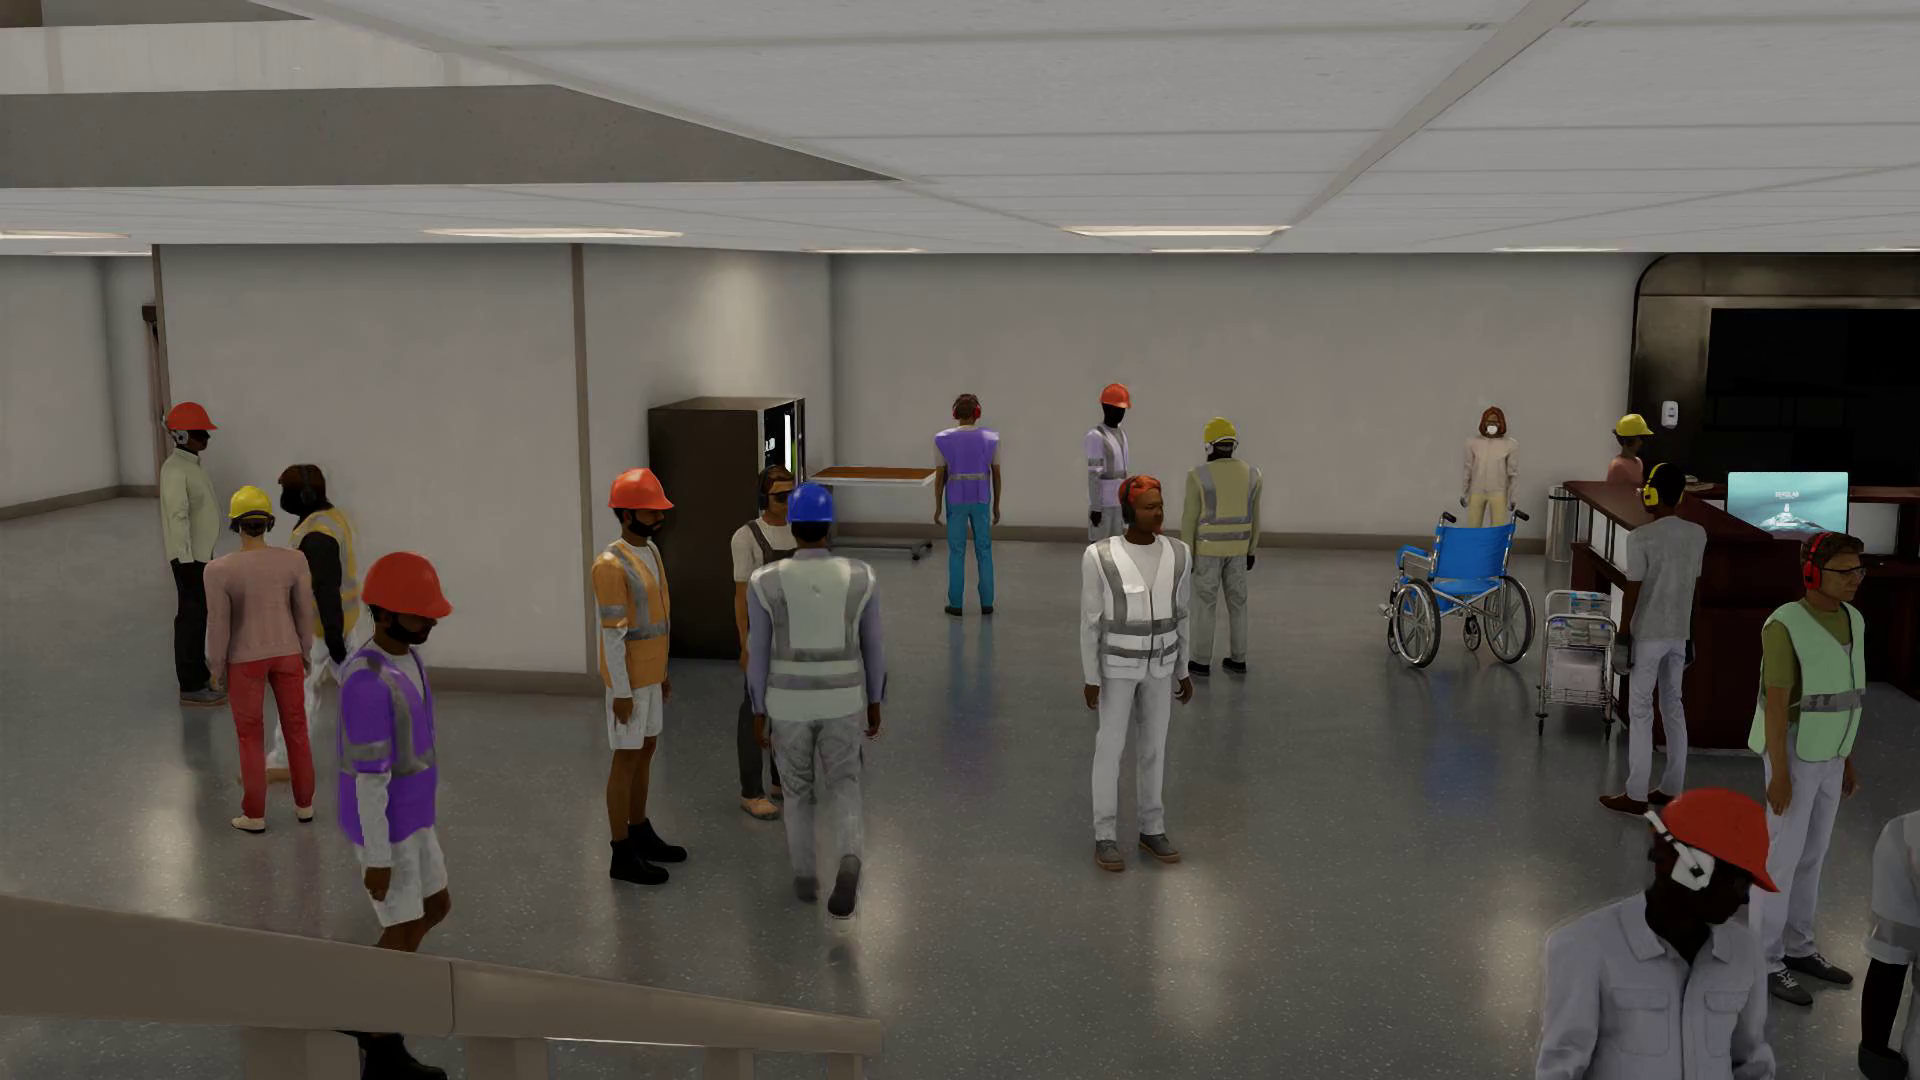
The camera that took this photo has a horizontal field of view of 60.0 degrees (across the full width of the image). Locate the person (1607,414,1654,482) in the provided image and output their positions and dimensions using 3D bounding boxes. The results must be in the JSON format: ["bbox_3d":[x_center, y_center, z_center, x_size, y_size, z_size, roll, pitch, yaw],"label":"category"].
[{"bbox_3d":[5.056,-0.074,12.641,0.300,1.771,0.532,8,12,39],"label":"person"}]

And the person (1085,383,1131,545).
[{"bbox_3d":[1.237,-0.321,13.652,0.376,1.934,0.547,6,11,32],"label":"person"}]

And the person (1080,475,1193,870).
[{"bbox_3d":[0.848,0.628,7.957,0.575,1.883,0.355,-4,10,-21],"label":"person"}]

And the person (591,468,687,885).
[{"bbox_3d":[-1.495,0.625,7.803,0.359,1.939,0.543,2,9,10],"label":"person"}]

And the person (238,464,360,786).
[{"bbox_3d":[-3.553,0.463,9.295,0.918,1.800,0.631,-2,9,-14],"label":"person"}]

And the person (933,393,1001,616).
[{"bbox_3d":[0.062,-0.282,13.713,0.564,1.838,0.390,-2,9,-9],"label":"person"}]

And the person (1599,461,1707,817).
[{"bbox_3d":[3.637,0.521,8.693,0.508,1.862,0.326,-4,10,-21],"label":"person"}]

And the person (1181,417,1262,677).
[{"bbox_3d":[1.825,0.051,11.710,0.596,1.824,0.403,-3,10,-19],"label":"person"}]

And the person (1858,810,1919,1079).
[{"bbox_3d":[2.412,1.262,3.853,0.615,1.951,0.389,6,11,31],"label":"person"}]

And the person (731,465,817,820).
[{"bbox_3d":[-0.965,0.521,8.725,0.351,1.846,0.506,8,12,41],"label":"person"}]

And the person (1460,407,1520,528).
[{"bbox_3d":[4.806,-0.400,15.105,0.504,1.627,0.285,5,10,27],"label":"person"}]

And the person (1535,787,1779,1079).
[{"bbox_3d":[1.554,1.404,3.726,0.601,1.701,0.510,-1,9,-7],"label":"person"}]

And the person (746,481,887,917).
[{"bbox_3d":[-0.616,0.715,7.287,0.624,1.924,0.722,-2,9,-12],"label":"person"}]

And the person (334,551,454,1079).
[{"bbox_3d":[-1.982,0.969,5.783,0.524,1.904,0.575,-1,9,-5],"label":"person"}]

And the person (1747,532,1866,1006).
[{"bbox_3d":[3.338,0.872,6.566,0.565,1.846,0.390,-7,11,-36],"label":"person"}]

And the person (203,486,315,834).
[{"bbox_3d":[-3.552,0.605,8.460,0.522,1.769,0.312,-8,12,-40],"label":"person"}]

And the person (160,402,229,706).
[{"bbox_3d":[-5.029,0.087,10.942,0.386,1.992,0.625,-2,9,-14],"label":"person"}]
